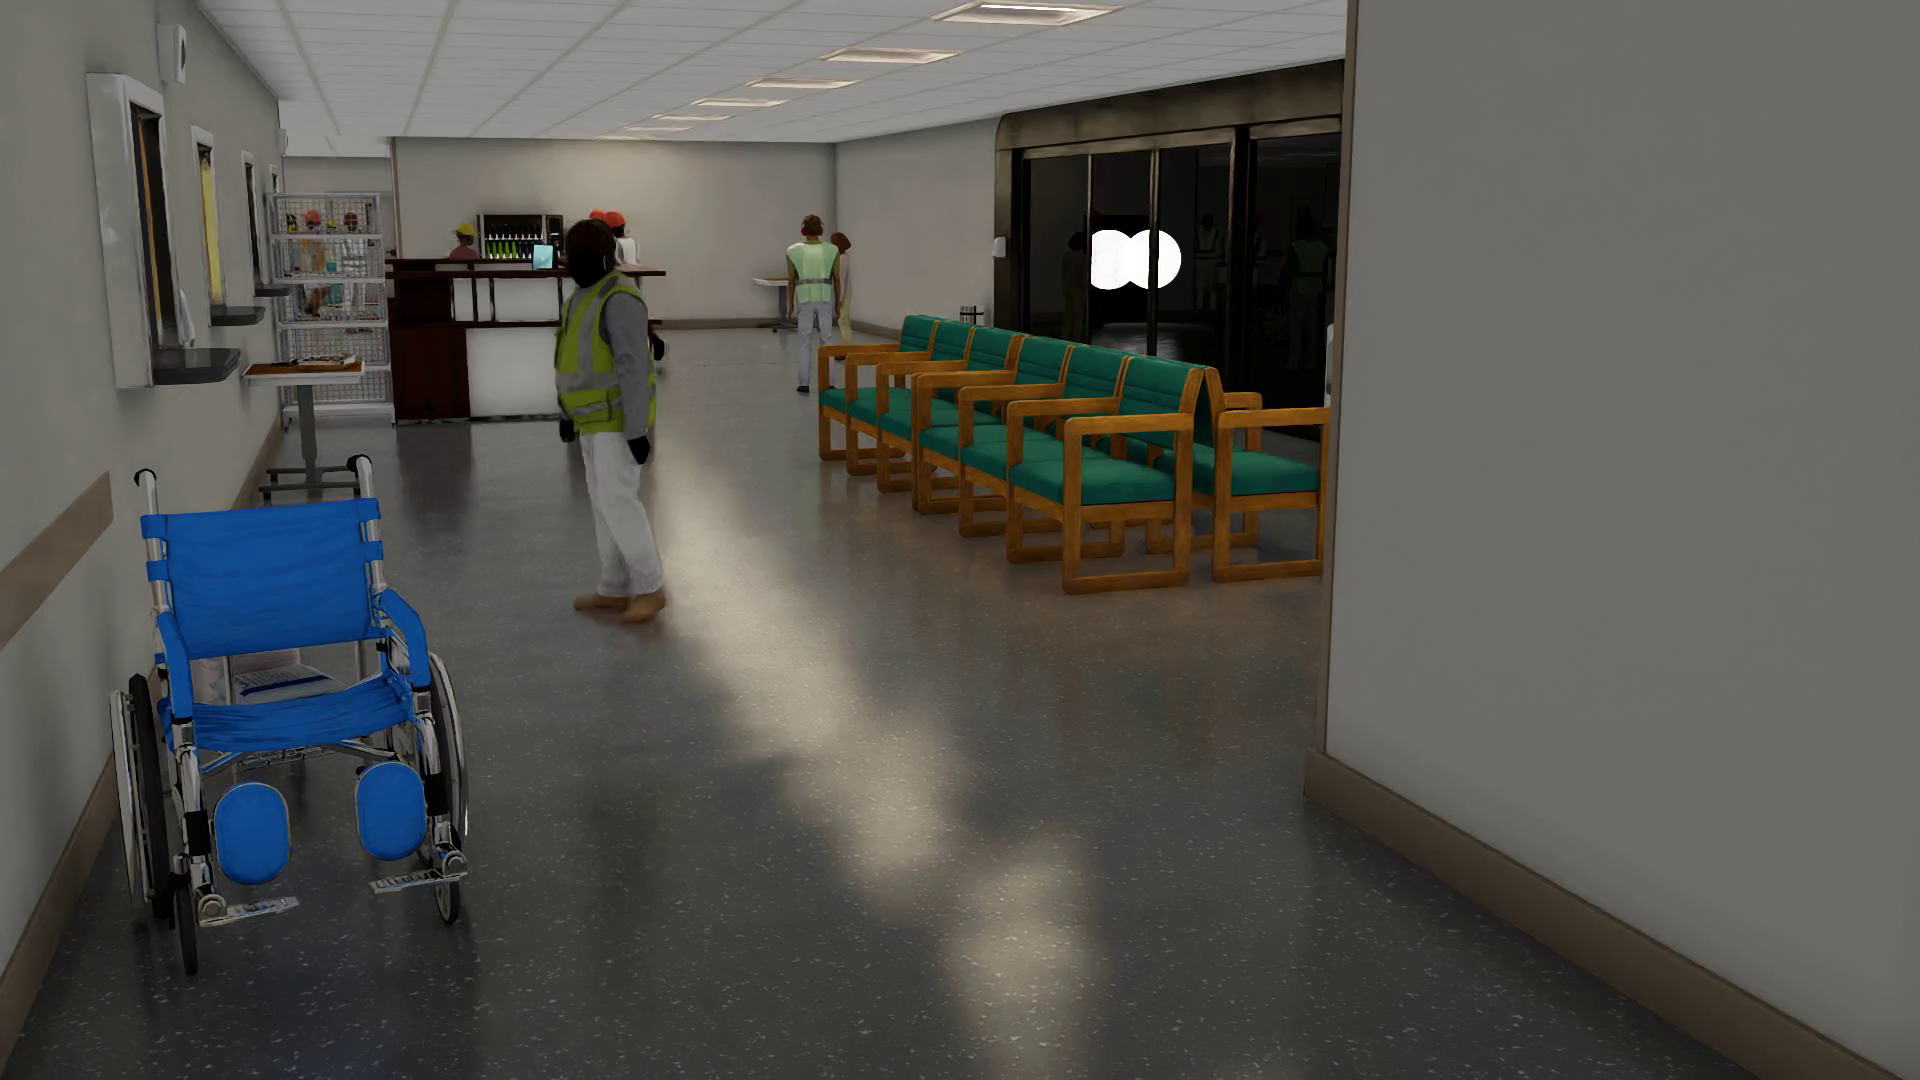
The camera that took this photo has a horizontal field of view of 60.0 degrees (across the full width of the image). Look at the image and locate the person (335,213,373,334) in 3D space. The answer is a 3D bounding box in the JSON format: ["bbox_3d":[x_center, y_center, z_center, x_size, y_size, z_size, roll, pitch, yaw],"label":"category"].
[{"bbox_3d":[-9.514,-4.182,26.107,0.346,1.882,0.584,7,13,33],"label":"person"}]

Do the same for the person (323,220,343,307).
[{"bbox_3d":[-12.625,-5.572,33.561,0.522,1.763,0.320,9,14,39],"label":"person"}]

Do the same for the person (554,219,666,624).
[{"bbox_3d":[-1.616,-0.526,7.541,0.441,1.827,0.791,-6,12,-27],"label":"person"}]

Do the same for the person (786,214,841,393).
[{"bbox_3d":[-1.521,-2.457,17.345,0.565,1.850,0.390,-2,11,-11],"label":"person"}]

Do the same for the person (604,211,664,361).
[{"bbox_3d":[-4.072,-3.099,20.519,0.761,1.899,0.561,6,12,27],"label":"person"}]

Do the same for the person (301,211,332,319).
[{"bbox_3d":[-10.885,-4.577,28.033,0.474,1.922,0.552,2,11,10],"label":"person"}]

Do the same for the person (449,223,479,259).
[{"bbox_3d":[-6.303,-3.208,21.500,0.541,1.738,0.799,10,15,41],"label":"person"}]

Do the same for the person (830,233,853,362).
[{"bbox_3d":[-1.507,-3.094,21.205,0.286,1.627,0.504,0,11,1],"label":"person"}]
